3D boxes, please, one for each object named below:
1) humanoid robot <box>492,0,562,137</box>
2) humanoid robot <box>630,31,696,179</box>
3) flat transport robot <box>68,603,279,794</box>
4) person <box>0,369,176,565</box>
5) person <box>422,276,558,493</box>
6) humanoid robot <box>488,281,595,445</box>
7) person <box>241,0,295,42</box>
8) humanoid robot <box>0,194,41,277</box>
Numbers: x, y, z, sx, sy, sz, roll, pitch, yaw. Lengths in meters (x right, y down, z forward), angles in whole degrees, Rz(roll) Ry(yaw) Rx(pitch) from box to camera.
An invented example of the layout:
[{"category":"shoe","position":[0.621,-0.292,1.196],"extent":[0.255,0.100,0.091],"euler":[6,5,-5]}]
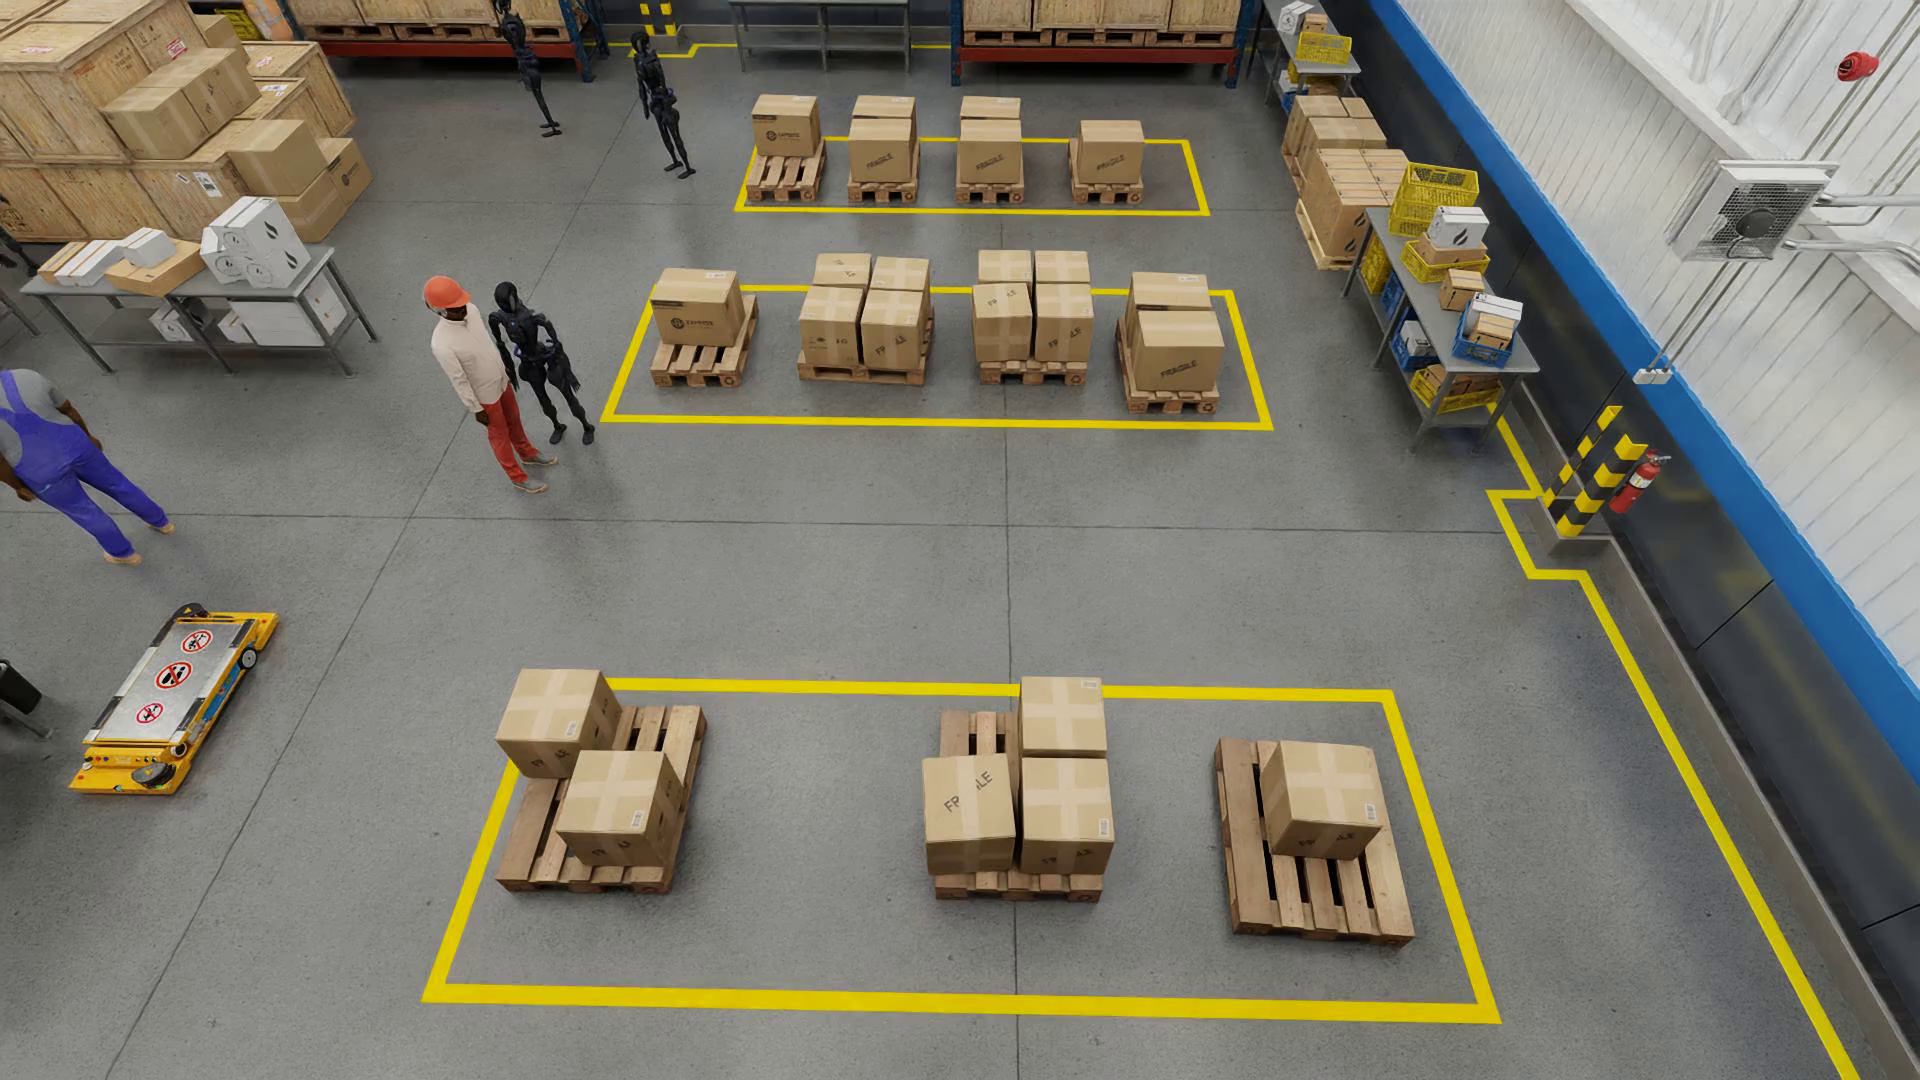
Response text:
[{"category":"humanoid robot","position":[-5.420,-5.912,11.447],"extent":[0.335,1.651,0.570],"euler":[-22,53,-17]},{"category":"humanoid robot","position":[-3.511,-5.097,10.756],"extent":[0.578,1.649,0.337],"euler":[35,58,26]},{"category":"flat transport robot","position":[-5.504,1.072,6.442],"extent":[0.652,0.197,1.431],"euler":[1,50,1]},{"category":"person","position":[-6.720,-0.614,6.727],"extent":[0.537,2.000,0.679],"euler":[15,51,12]},{"category":"person","position":[-3.731,-1.215,7.265],"extent":[0.379,1.993,0.621],"euler":[2,50,1]},{"category":"humanoid robot","position":[-3.505,-1.451,7.671],"extent":[0.569,1.651,0.327],"euler":[2,50,1]},{"category":"person","position":[-8.871,-6.483,11.784],"extent":[0.791,1.891,0.616],"euler":[-1,50,-1]},{"category":"humanoid robot","position":[-10.295,-3.492,9.425],"extent":[0.619,1.628,0.675],"euler":[37,59,27]}]
